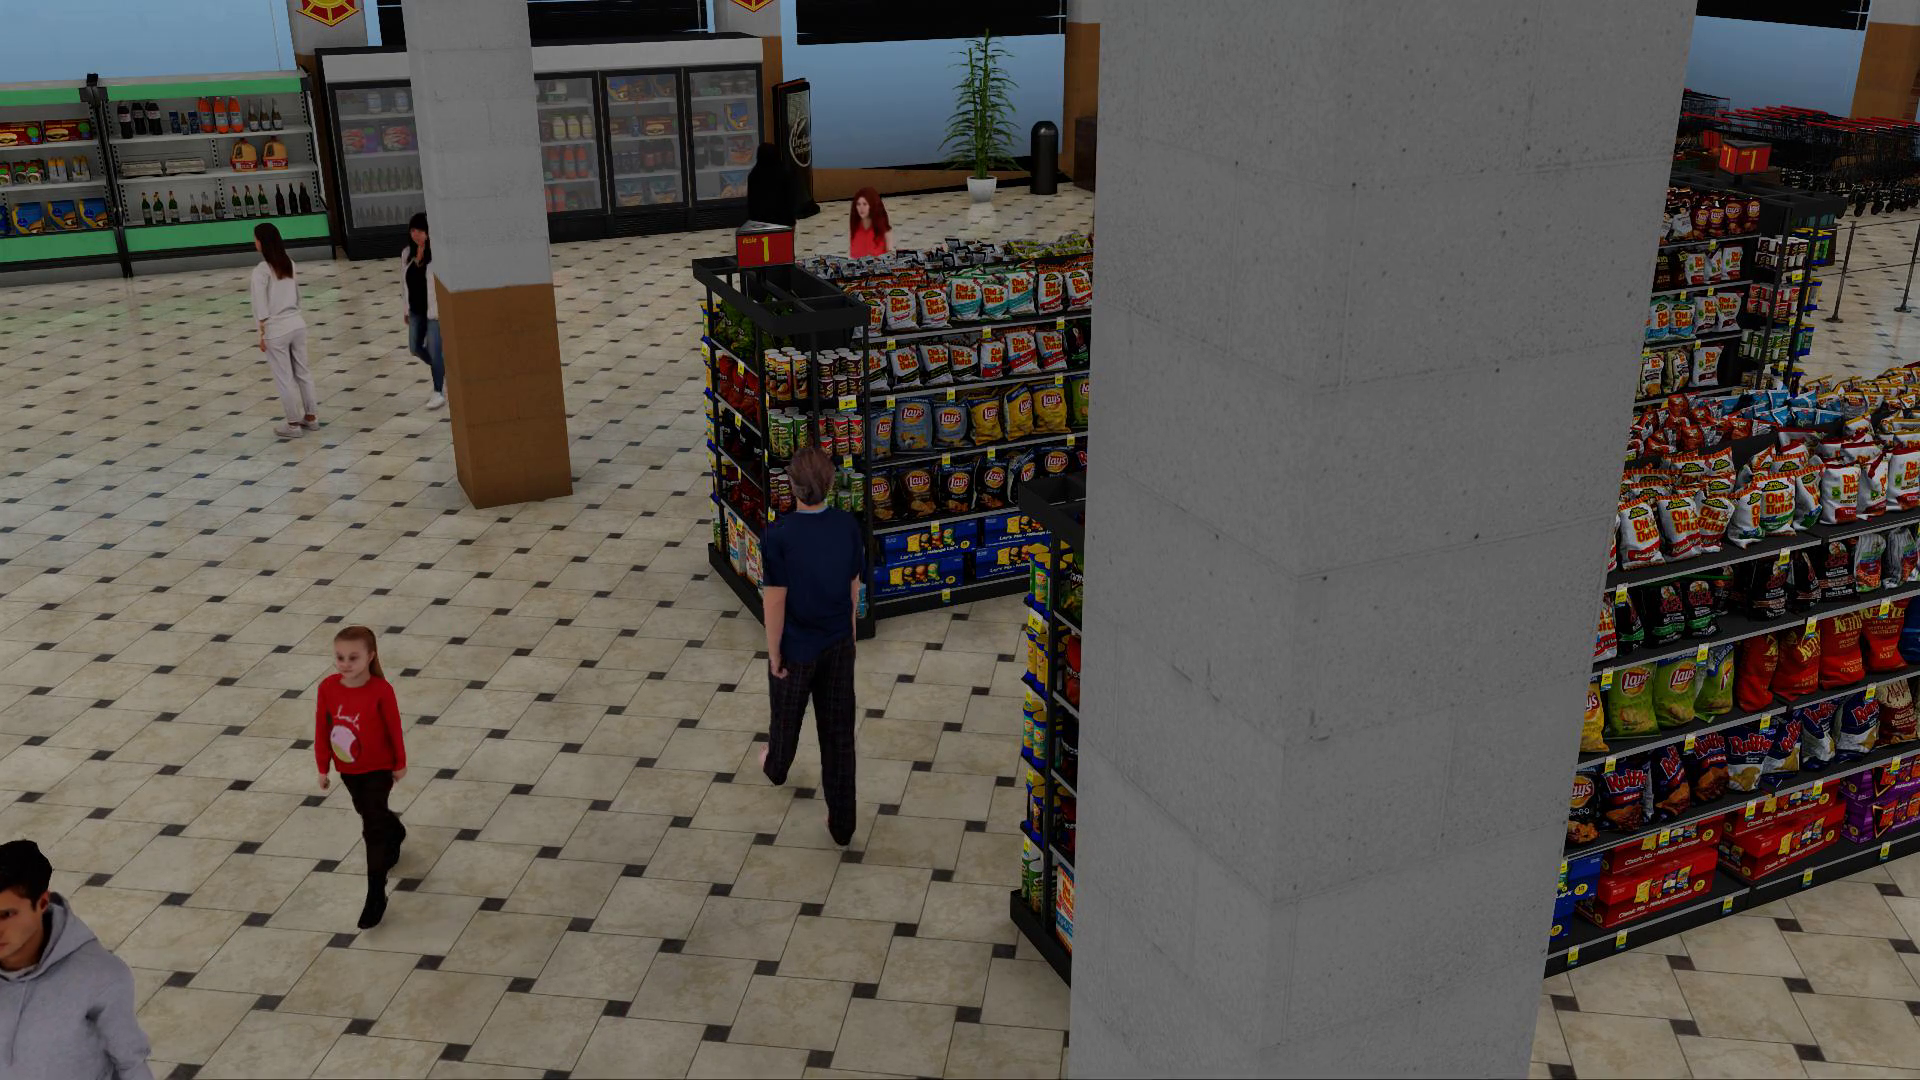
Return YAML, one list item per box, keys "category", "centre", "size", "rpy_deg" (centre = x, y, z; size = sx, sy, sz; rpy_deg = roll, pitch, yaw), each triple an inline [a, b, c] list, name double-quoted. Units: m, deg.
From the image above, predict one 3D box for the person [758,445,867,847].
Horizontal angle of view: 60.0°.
- category: "person"
  centre: [-0.615, 0.525, 7.469]
  size: [1.039, 1.825, 0.730]
  rpy_deg: [-9, 24, -22]

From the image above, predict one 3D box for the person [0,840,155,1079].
- category: "person"
  centre: [-2.473, 1.625, 4.657]
  size: [1.313, 1.880, 1.106]
  rpy_deg: [-1, 22, -2]

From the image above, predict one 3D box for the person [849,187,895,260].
- category: "person"
  centre: [-0.673, -2.021, 13.848]
  size: [1.092, 1.793, 1.131]
  rpy_deg: [7, 23, 16]

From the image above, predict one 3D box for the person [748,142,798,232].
- category: "person"
  centre: [-1.951, -3.286, 17.251]
  size: [0.901, 1.603, 0.934]
  rpy_deg: [3, 22, 7]

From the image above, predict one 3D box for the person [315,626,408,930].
- category: "person"
  centre: [-2.552, 0.949, 7.178]
  size: [0.913, 1.255, 0.855]
  rpy_deg: [2, 22, 6]

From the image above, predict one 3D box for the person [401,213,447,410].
- category: "person"
  centre: [-4.375, -1.919, 13.825]
  size: [0.826, 1.622, 0.883]
  rpy_deg: [7, 23, 17]

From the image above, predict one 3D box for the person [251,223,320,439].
- category: "person"
  centre: [-5.313, -1.649, 13.064]
  size: [0.728, 1.688, 0.676]
  rpy_deg: [7, 23, 16]
